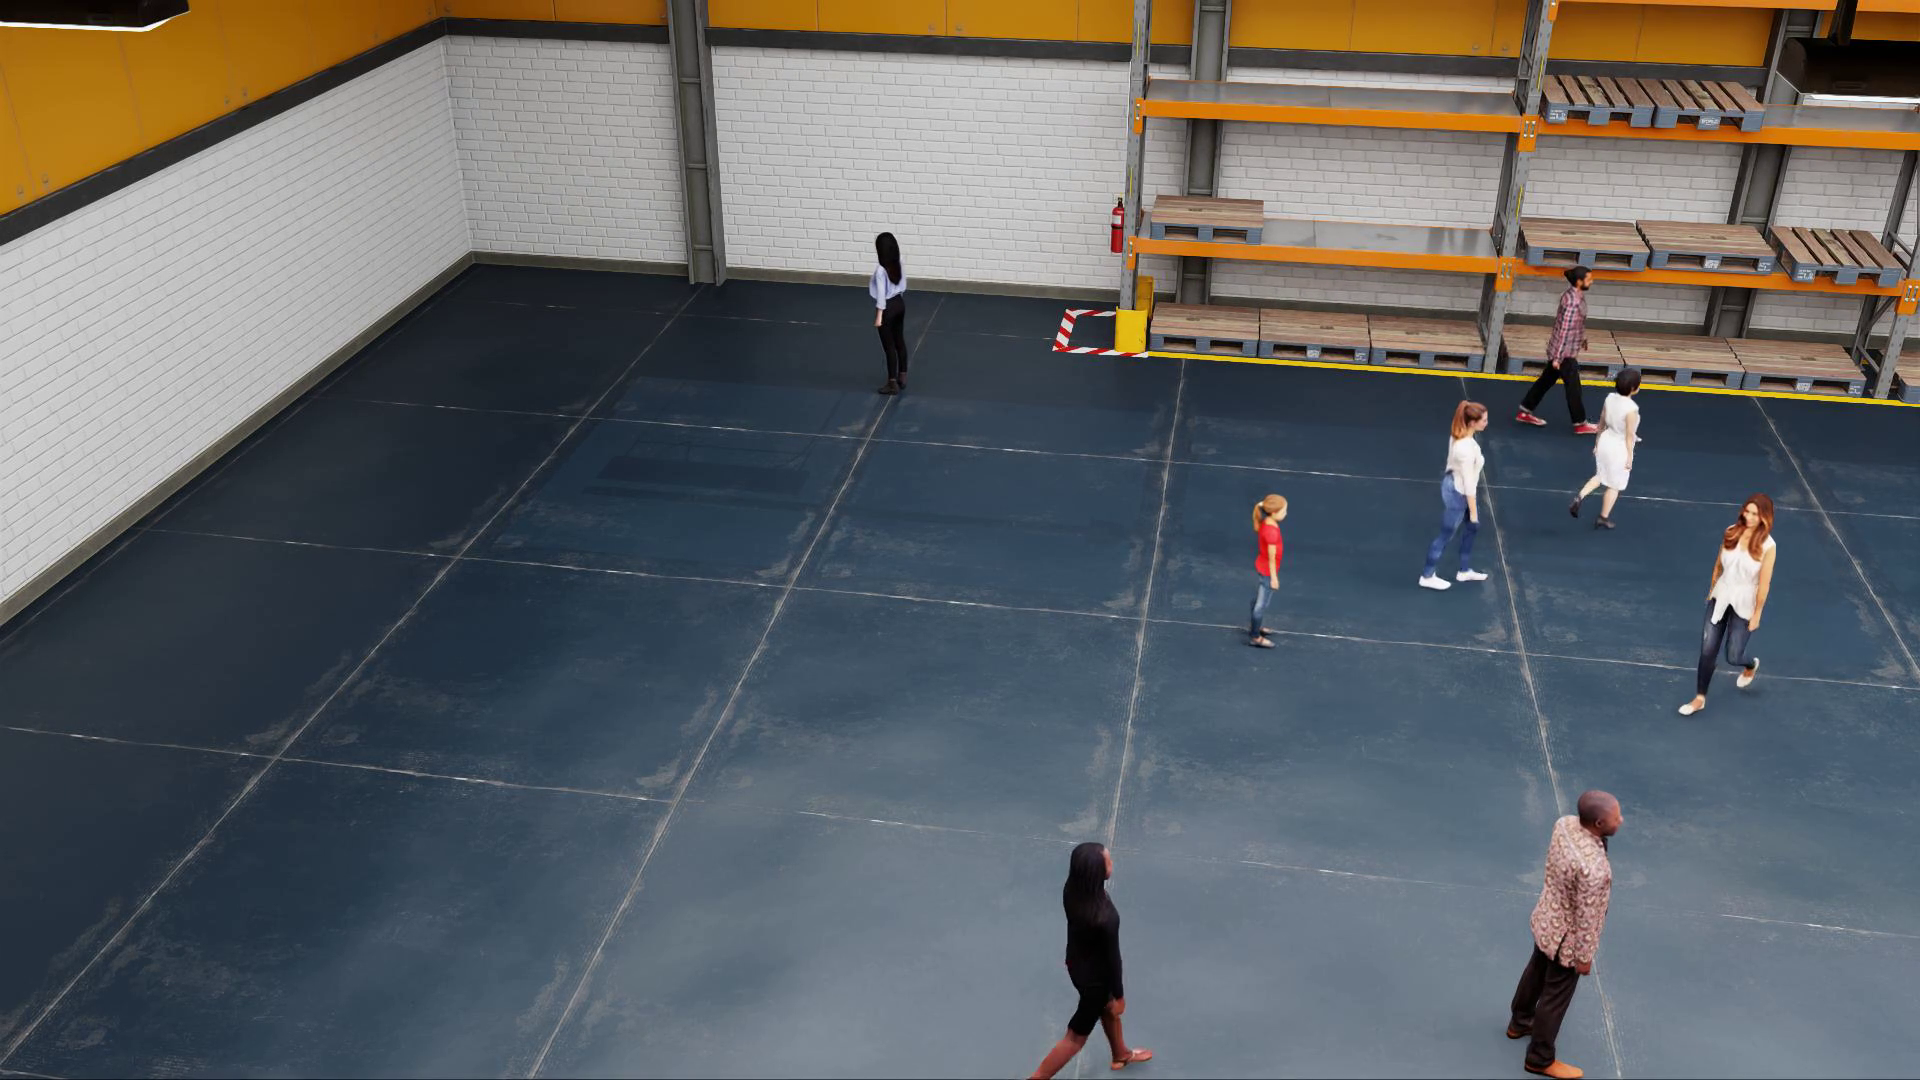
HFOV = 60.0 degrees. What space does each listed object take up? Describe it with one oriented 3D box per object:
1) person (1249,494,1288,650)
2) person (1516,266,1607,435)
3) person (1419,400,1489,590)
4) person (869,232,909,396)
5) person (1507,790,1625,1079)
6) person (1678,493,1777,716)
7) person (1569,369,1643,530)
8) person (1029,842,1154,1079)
[{"bbox_3d":[2.390,0.226,13.035,0.507,1.308,0.493,2,29,5],"label":"person"},{"bbox_3d":[5.911,-1.876,16.462,1.081,1.717,0.722,6,29,11],"label":"person"},{"bbox_3d":[4.001,-0.354,13.683,0.778,1.706,0.646,5,29,10],"label":"person"},{"bbox_3d":[-0.717,-2.363,17.326,0.671,1.745,0.712,16,32,26],"label":"person"},{"bbox_3d":[3.290,2.110,9.061,0.648,1.807,0.734,0,29,0],"label":"person"},{"bbox_3d":[5.696,0.464,12.120,1.041,1.767,0.958,-16,33,-27],"label":"person"},{"bbox_3d":[5.693,-0.767,14.610,0.853,1.544,0.743,-8,30,-14],"label":"person"},{"bbox_3d":[0.624,2.333,8.784,1.238,1.681,1.028,-10,30,-17],"label":"person"}]
